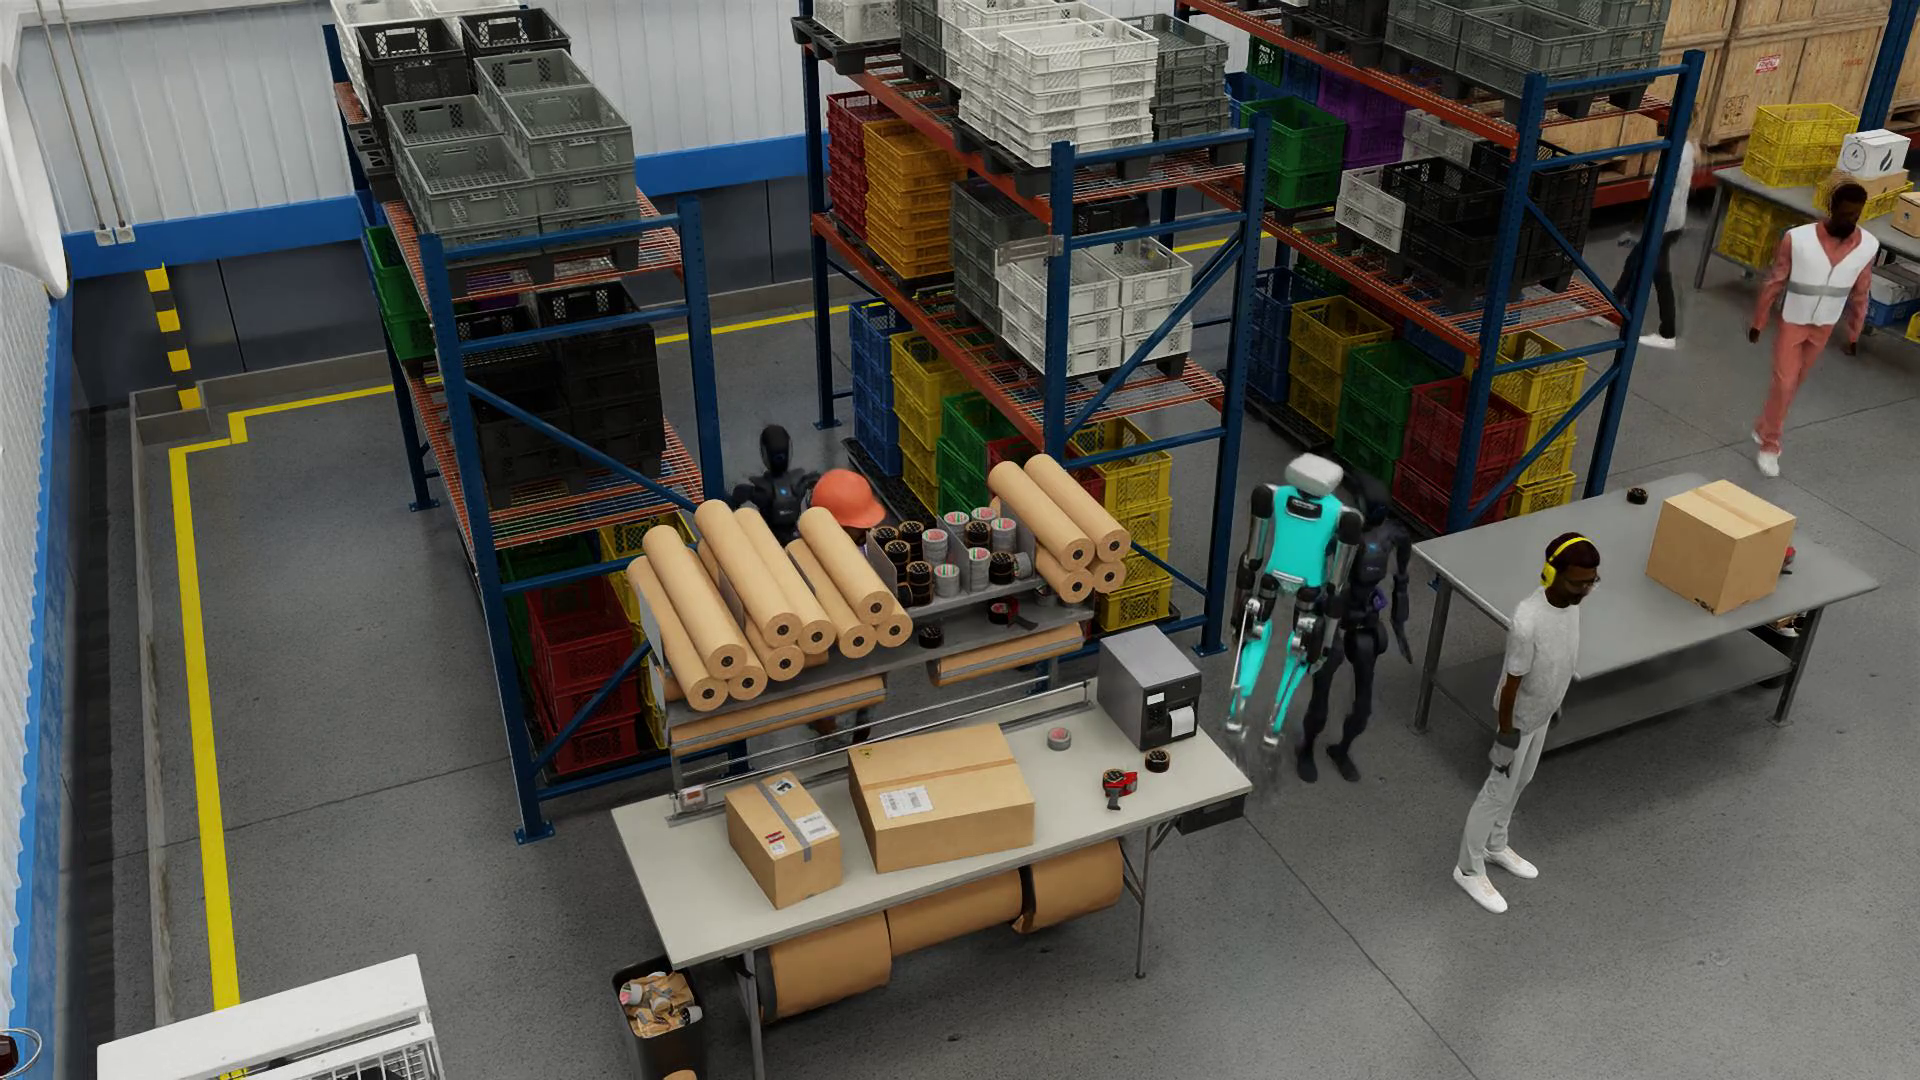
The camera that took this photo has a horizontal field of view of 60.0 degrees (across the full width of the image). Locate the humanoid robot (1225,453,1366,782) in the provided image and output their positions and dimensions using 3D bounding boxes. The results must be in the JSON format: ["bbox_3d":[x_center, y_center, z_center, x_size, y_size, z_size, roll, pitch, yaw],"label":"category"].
[{"bbox_3d":[1.447,0.540,7.740,0.555,1.818,0.764,16,35,25],"label":"humanoid robot"}]

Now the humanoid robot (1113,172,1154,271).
[{"bbox_3d":[1.260,-2.289,12.339,0.358,1.641,0.593,-8,33,-13],"label":"humanoid robot"}]

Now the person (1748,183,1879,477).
[{"bbox_3d":[5.424,-1.316,10.551,0.633,1.893,0.776,1,32,1],"label":"person"}]

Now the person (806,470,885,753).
[{"bbox_3d":[-0.482,0.588,7.326,0.374,2.043,0.606,13,34,19],"label":"person"}]

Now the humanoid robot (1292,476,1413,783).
[{"bbox_3d":[1.855,0.439,7.914,0.599,1.654,0.333,-8,33,-13],"label":"humanoid robot"}]

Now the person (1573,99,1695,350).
[{"bbox_3d":[5.058,-2.333,12.279,0.902,1.827,0.510,19,36,28],"label":"person"}]

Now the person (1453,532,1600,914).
[{"bbox_3d":[2.467,0.773,7.194,0.309,1.864,0.530,26,40,36],"label":"person"}]

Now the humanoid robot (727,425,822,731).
[{"bbox_3d":[-0.921,0.140,8.448,0.589,1.637,0.773,-13,34,-20],"label":"humanoid robot"}]
